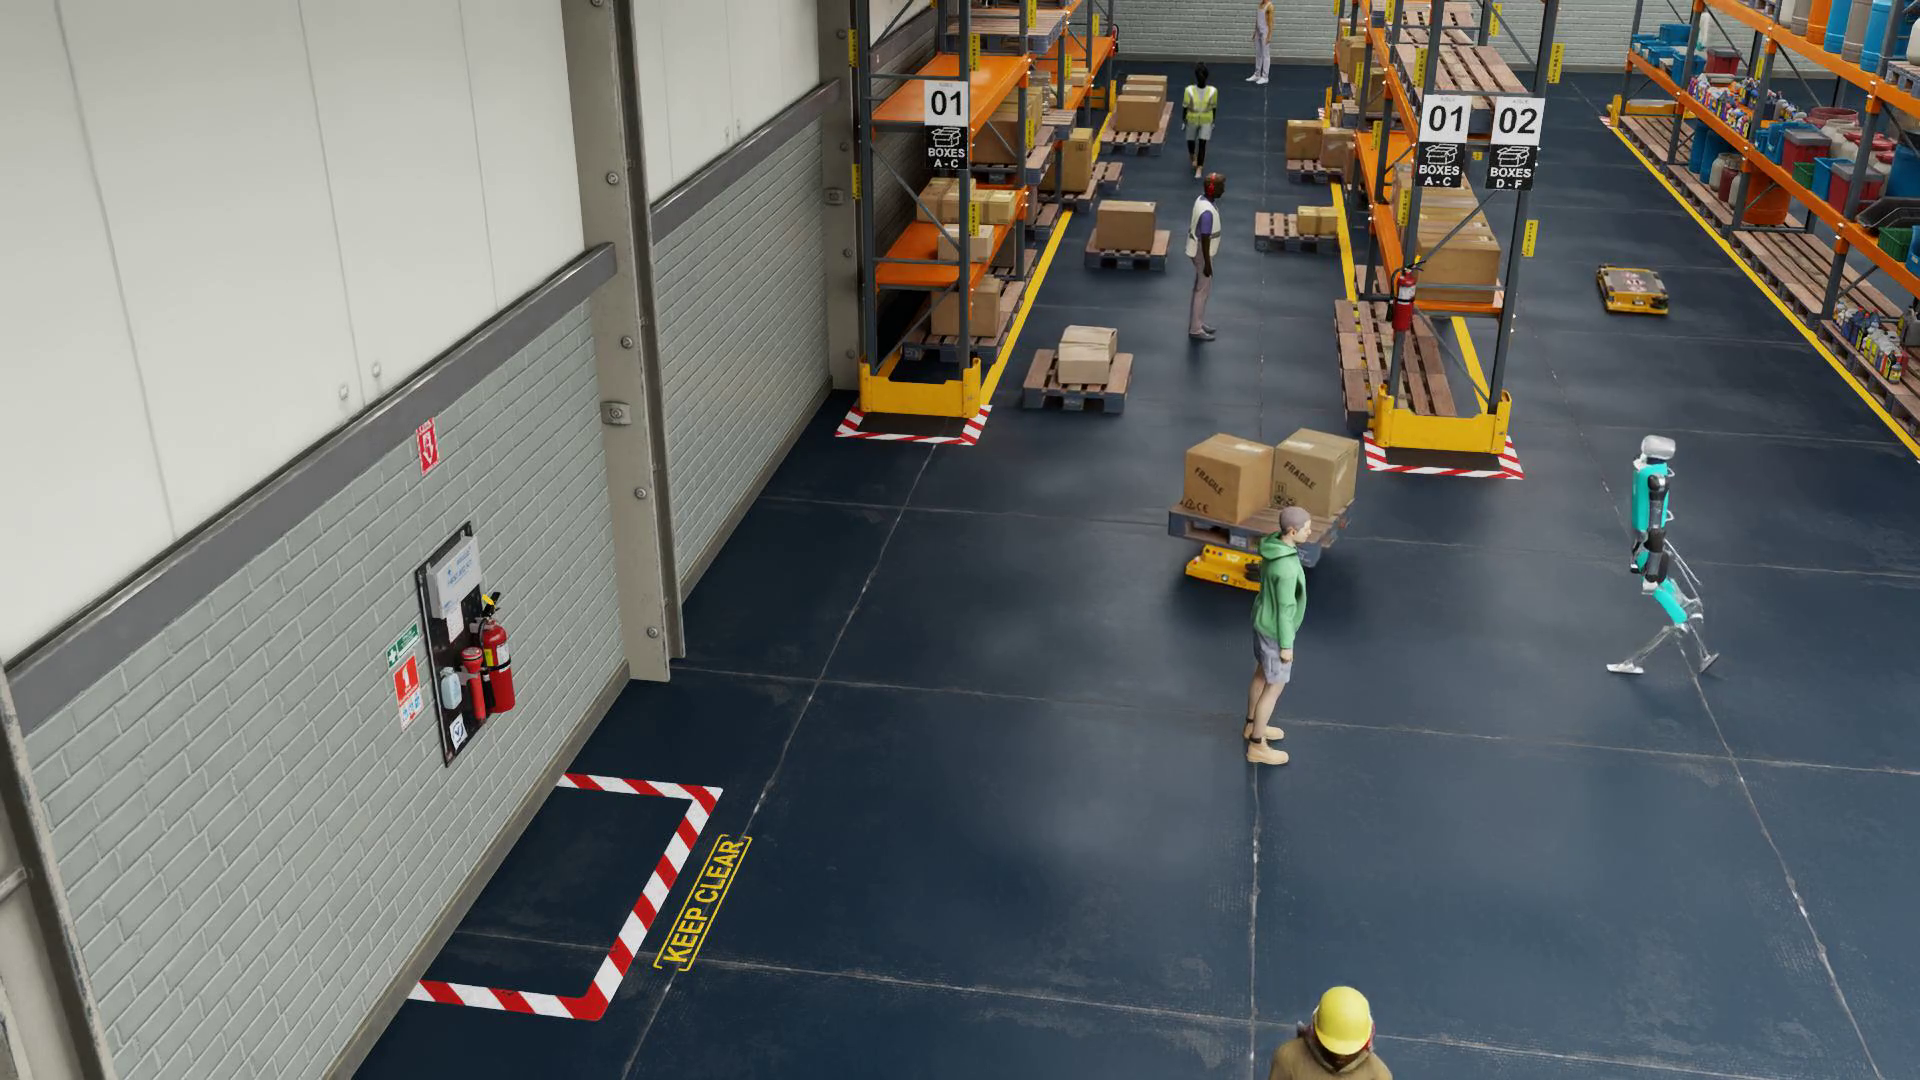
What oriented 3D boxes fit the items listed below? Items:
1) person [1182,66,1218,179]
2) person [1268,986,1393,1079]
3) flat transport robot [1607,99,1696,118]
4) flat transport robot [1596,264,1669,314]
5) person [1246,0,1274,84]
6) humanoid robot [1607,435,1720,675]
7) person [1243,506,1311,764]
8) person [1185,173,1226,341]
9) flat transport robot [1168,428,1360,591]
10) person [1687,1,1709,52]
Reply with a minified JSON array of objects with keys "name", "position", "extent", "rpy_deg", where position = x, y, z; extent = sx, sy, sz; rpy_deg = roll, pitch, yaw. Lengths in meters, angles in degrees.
[{"name":"person","position":[3.655,-6.410,25.421],"extent":[0.531,1.672,0.676],"rpy_deg":[5,25,10]},{"name":"person","position":[1.403,2.396,6.509],"extent":[0.528,1.729,0.884],"rpy_deg":[9,26,18]},{"name":"flat transport robot","position":[12.477,-7.776,30.002],"extent":[1.431,0.231,0.659],"rpy_deg":[5,26,11]},{"name":"flat transport robot","position":[7.968,-2.976,19.727],"extent":[0.659,0.231,1.431],"rpy_deg":[6,26,13]},{"name":"person","position":[5.952,-9.980,32.835],"extent":[0.373,1.863,0.512],"rpy_deg":[-11,27,-23]},{"name":"humanoid robot","position":[4.942,0.173,11.296],"extent":[0.920,1.801,0.554],"rpy_deg":[4,25,8]},{"name":"person","position":[1.970,0.582,10.389],"extent":[0.316,1.733,0.476],"rpy_deg":[0,25,-1]},{"name":"person","position":[2.651,-3.091,18.130],"extent":[0.393,1.832,0.567],"rpy_deg":[2,25,5]},{"name":"flat transport robot","position":[2.391,0.007,13.343],"extent":[0.659,0.231,1.431],"rpy_deg":[14,28,27]},{"name":"person","position":[14.331,-9.767,32.550],"extent":[0.944,1.709,0.530],"rpy_deg":[-1,25,-1]}]
